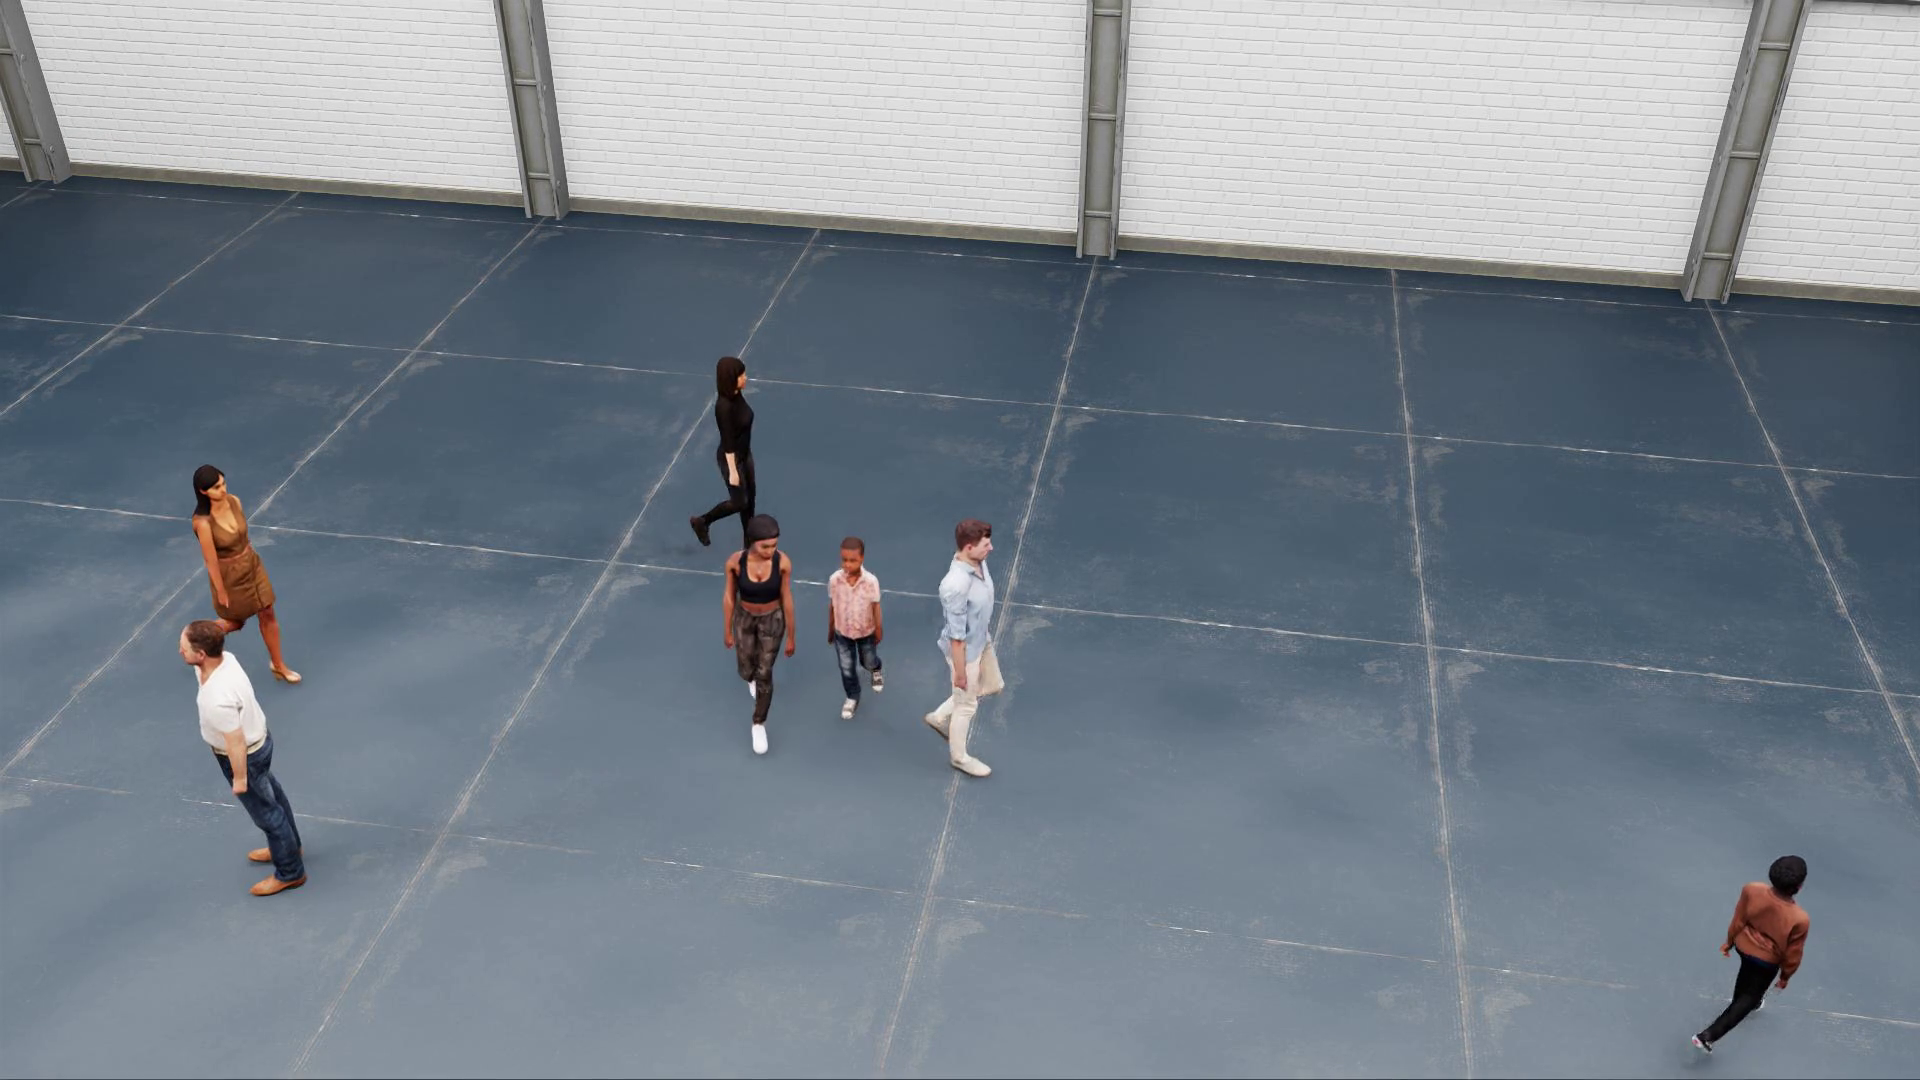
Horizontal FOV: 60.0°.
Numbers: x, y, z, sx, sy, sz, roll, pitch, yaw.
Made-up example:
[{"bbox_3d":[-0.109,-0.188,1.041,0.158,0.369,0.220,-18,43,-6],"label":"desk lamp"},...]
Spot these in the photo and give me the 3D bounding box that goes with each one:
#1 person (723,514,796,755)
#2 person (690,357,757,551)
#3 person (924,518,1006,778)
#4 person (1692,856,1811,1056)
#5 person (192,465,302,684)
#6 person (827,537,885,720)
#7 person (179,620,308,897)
[{"bbox_3d":[-1.257,0.509,10.494,0.899,1.669,0.807,-1,34,-2],"label":"person"},{"bbox_3d":[-1.718,-0.593,12.184,0.822,1.633,0.569,5,34,8],"label":"person"},{"bbox_3d":[-0.039,0.634,10.156,0.771,1.835,0.714,12,35,17],"label":"person"},{"bbox_3d":[4.026,2.125,8.456,0.939,1.233,0.862,-19,38,-26],"label":"person"},{"bbox_3d":[-4.807,0.239,10.901,1.007,1.668,0.647,9,35,14],"label":"person"},{"bbox_3d":[-0.667,0.523,10.806,0.637,1.300,0.570,7,34,10],"label":"person"},{"bbox_3d":[-3.978,1.192,9.298,0.744,1.855,0.747,-10,35,-15],"label":"person"}]
